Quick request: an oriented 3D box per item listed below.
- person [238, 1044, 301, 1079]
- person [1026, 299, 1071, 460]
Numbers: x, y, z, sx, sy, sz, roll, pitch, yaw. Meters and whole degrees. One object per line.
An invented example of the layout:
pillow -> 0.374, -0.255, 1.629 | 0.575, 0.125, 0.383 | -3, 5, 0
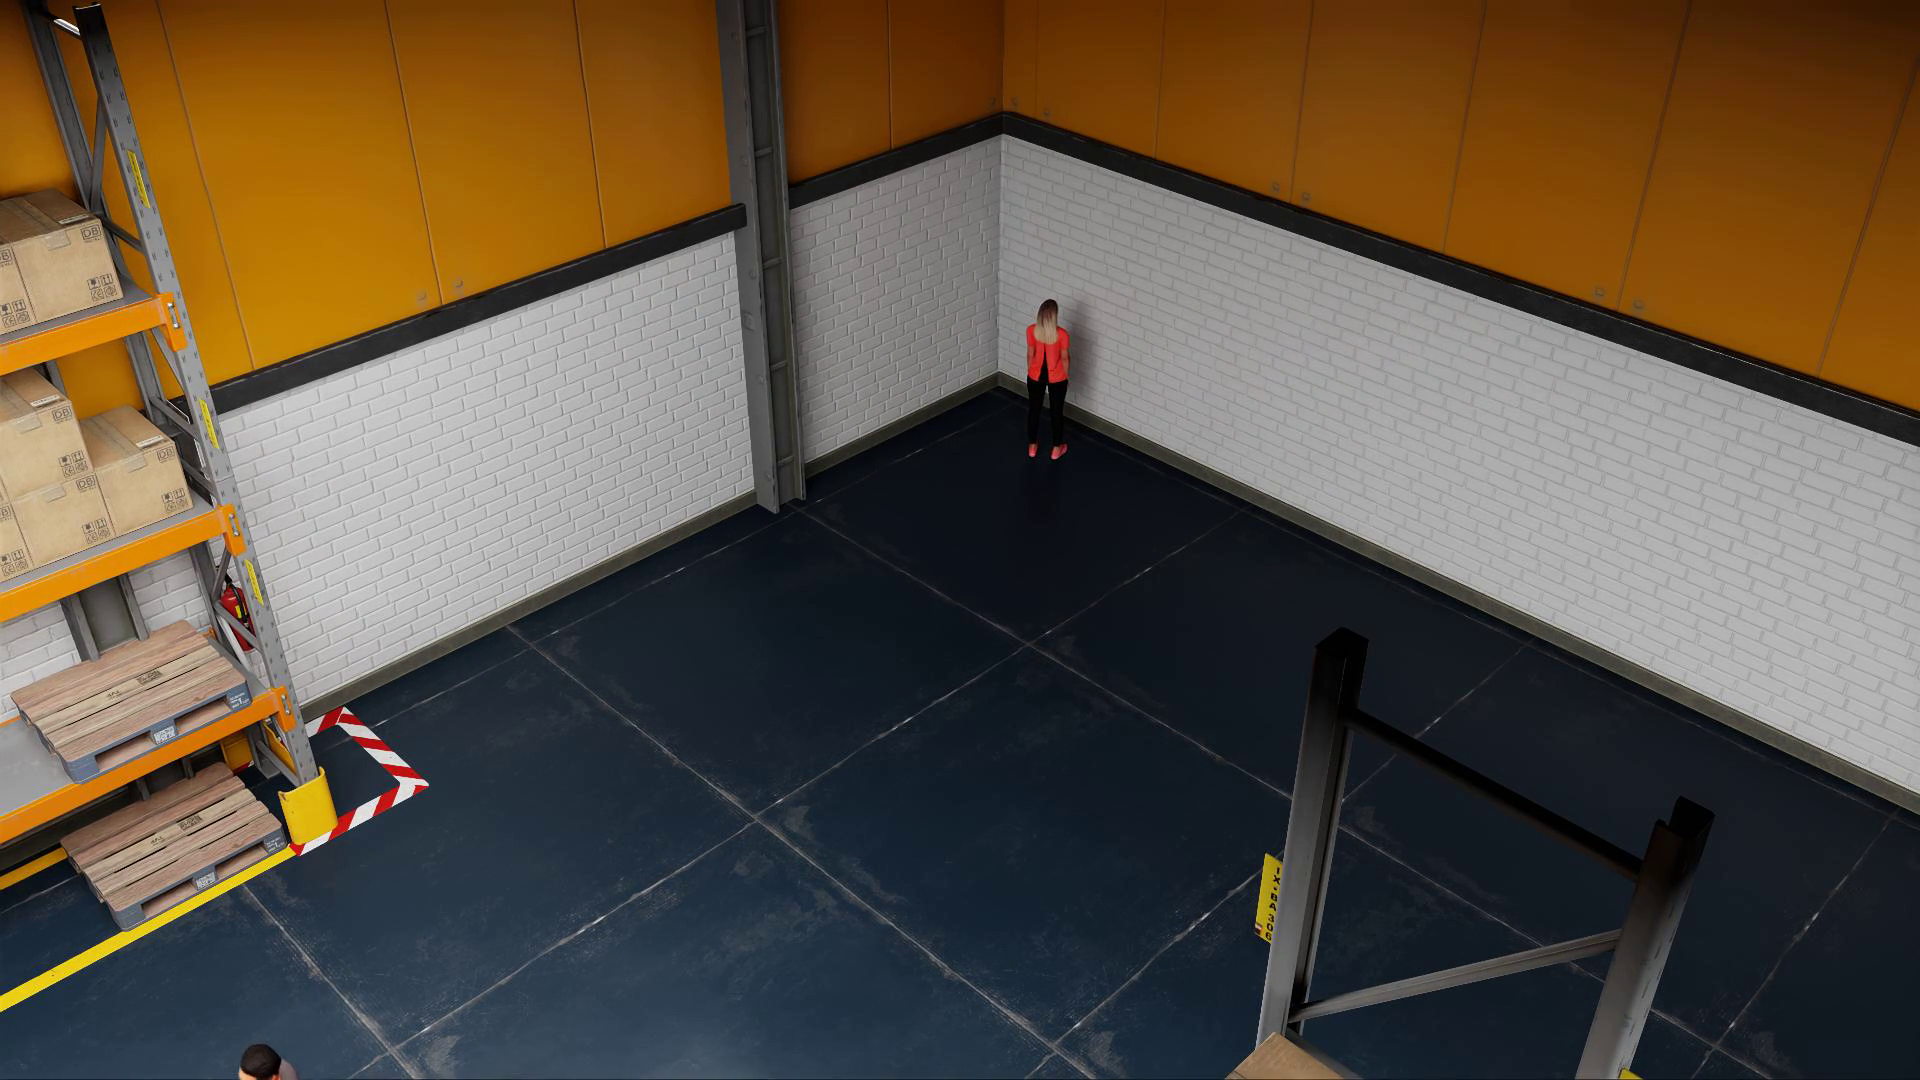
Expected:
person -> -3.484, 3.253, 9.011 | 0.819, 1.752, 0.759 | -20, 39, -28
person -> 0.855, -1.584, 16.338 | 0.670, 1.694, 0.675 | 10, 35, 14
